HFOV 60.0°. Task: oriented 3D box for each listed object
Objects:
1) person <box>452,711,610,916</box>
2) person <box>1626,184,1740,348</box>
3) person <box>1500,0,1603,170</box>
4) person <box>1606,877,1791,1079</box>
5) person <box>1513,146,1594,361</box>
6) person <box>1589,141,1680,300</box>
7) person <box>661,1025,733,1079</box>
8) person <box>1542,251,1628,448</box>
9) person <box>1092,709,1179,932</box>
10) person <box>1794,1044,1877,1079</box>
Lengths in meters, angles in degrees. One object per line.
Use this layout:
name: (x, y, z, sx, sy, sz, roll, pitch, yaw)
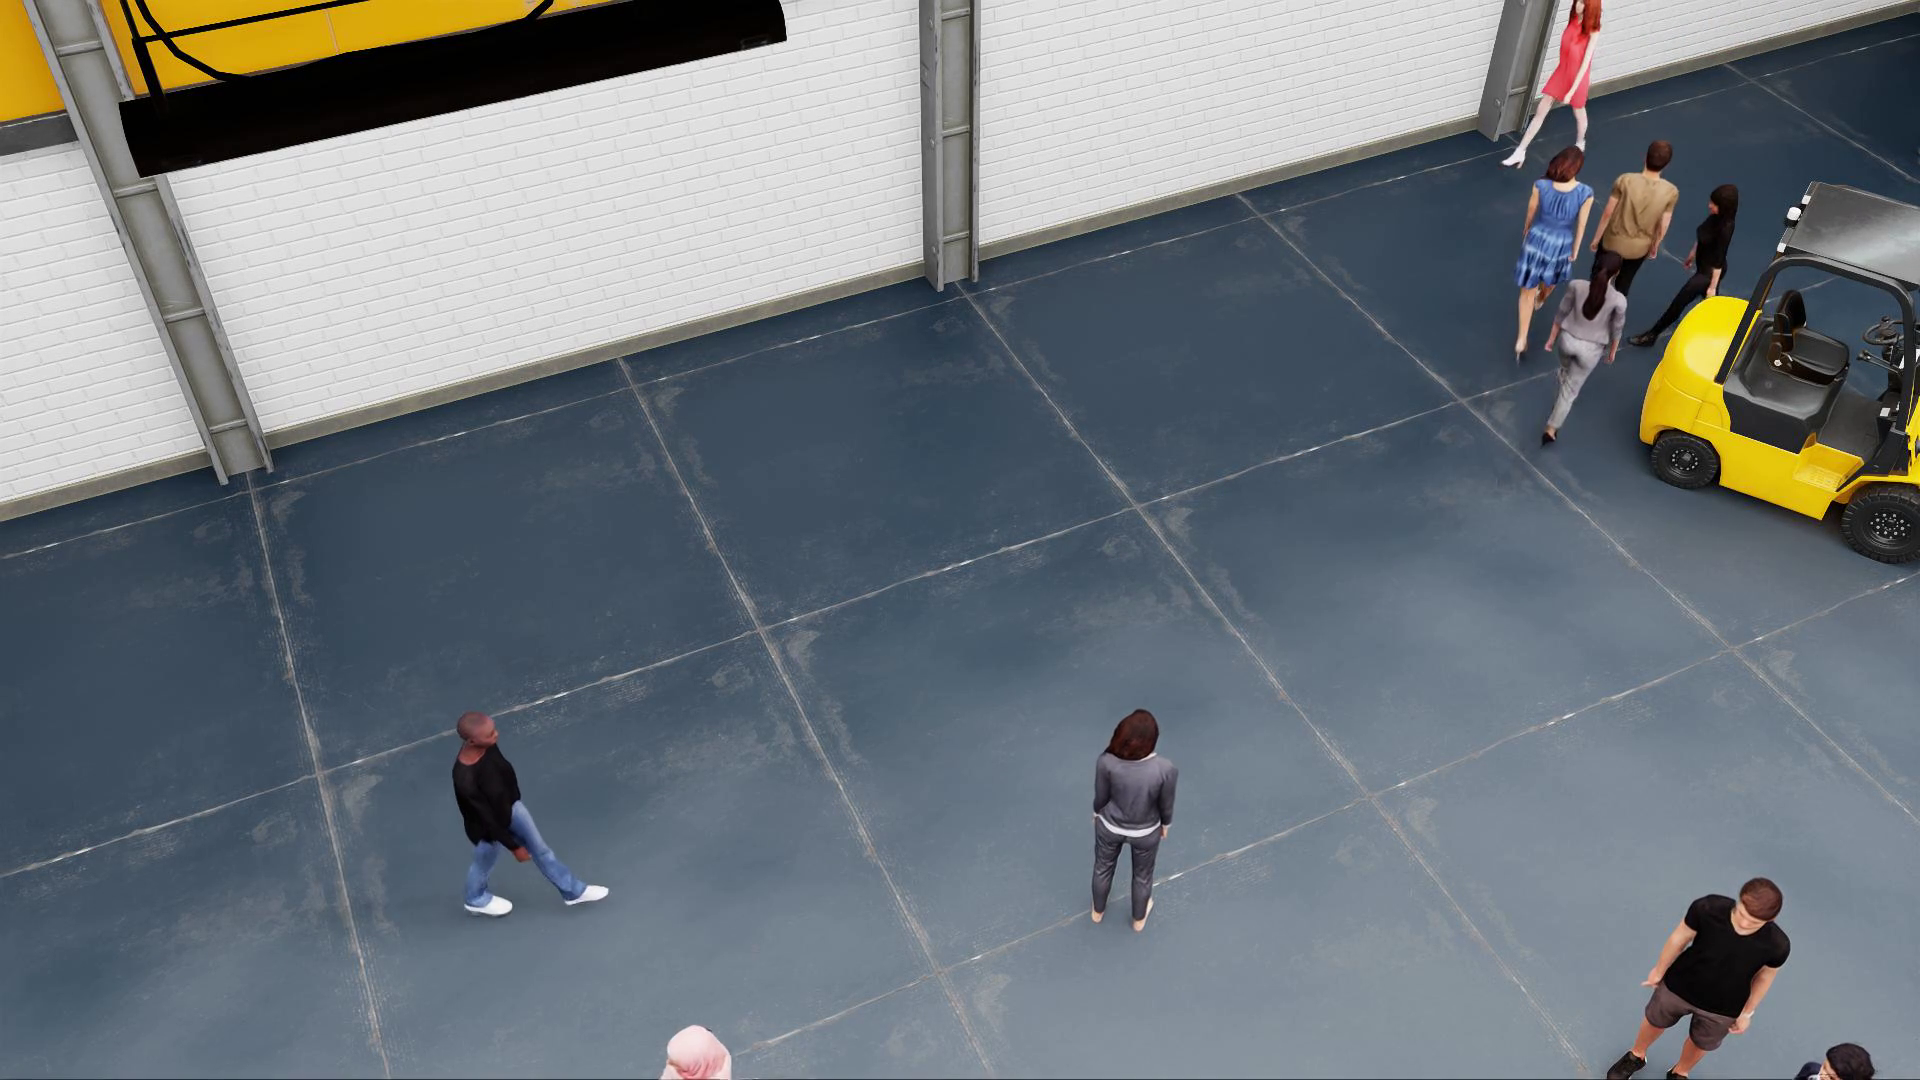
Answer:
person: (-2.683, 1.598, 9.314, 1.163, 1.706, 0.967, 4, 44, 4)
person: (6.058, -2.128, 13.304, 1.133, 1.595, 0.994, 8, 44, 8)
person: (5.724, -4.230, 15.380, 1.121, 1.776, 0.645, -16, 46, -16)
person: (3.815, 2.279, 8.489, 0.773, 1.858, 0.774, 25, 49, 24)
person: (4.686, -2.249, 13.319, 1.134, 1.751, 1.171, 13, 45, 13)
person: (5.360, -2.348, 13.356, 0.909, 1.843, 0.970, 11, 45, 11)
person: (-1.096, 2.836, 7.966, 1.232, 1.772, 0.859, -6, 44, -7)
person: (4.615, -1.387, 12.490, 0.903, 1.647, 1.063, 28, 50, 26)
person: (0.948, 1.579, 9.288, 0.638, 1.768, 0.739, 6, 44, 6)
person: (4.275, 2.890, 8.308, 0.543, 1.221, 0.546, -7, 44, -7)
